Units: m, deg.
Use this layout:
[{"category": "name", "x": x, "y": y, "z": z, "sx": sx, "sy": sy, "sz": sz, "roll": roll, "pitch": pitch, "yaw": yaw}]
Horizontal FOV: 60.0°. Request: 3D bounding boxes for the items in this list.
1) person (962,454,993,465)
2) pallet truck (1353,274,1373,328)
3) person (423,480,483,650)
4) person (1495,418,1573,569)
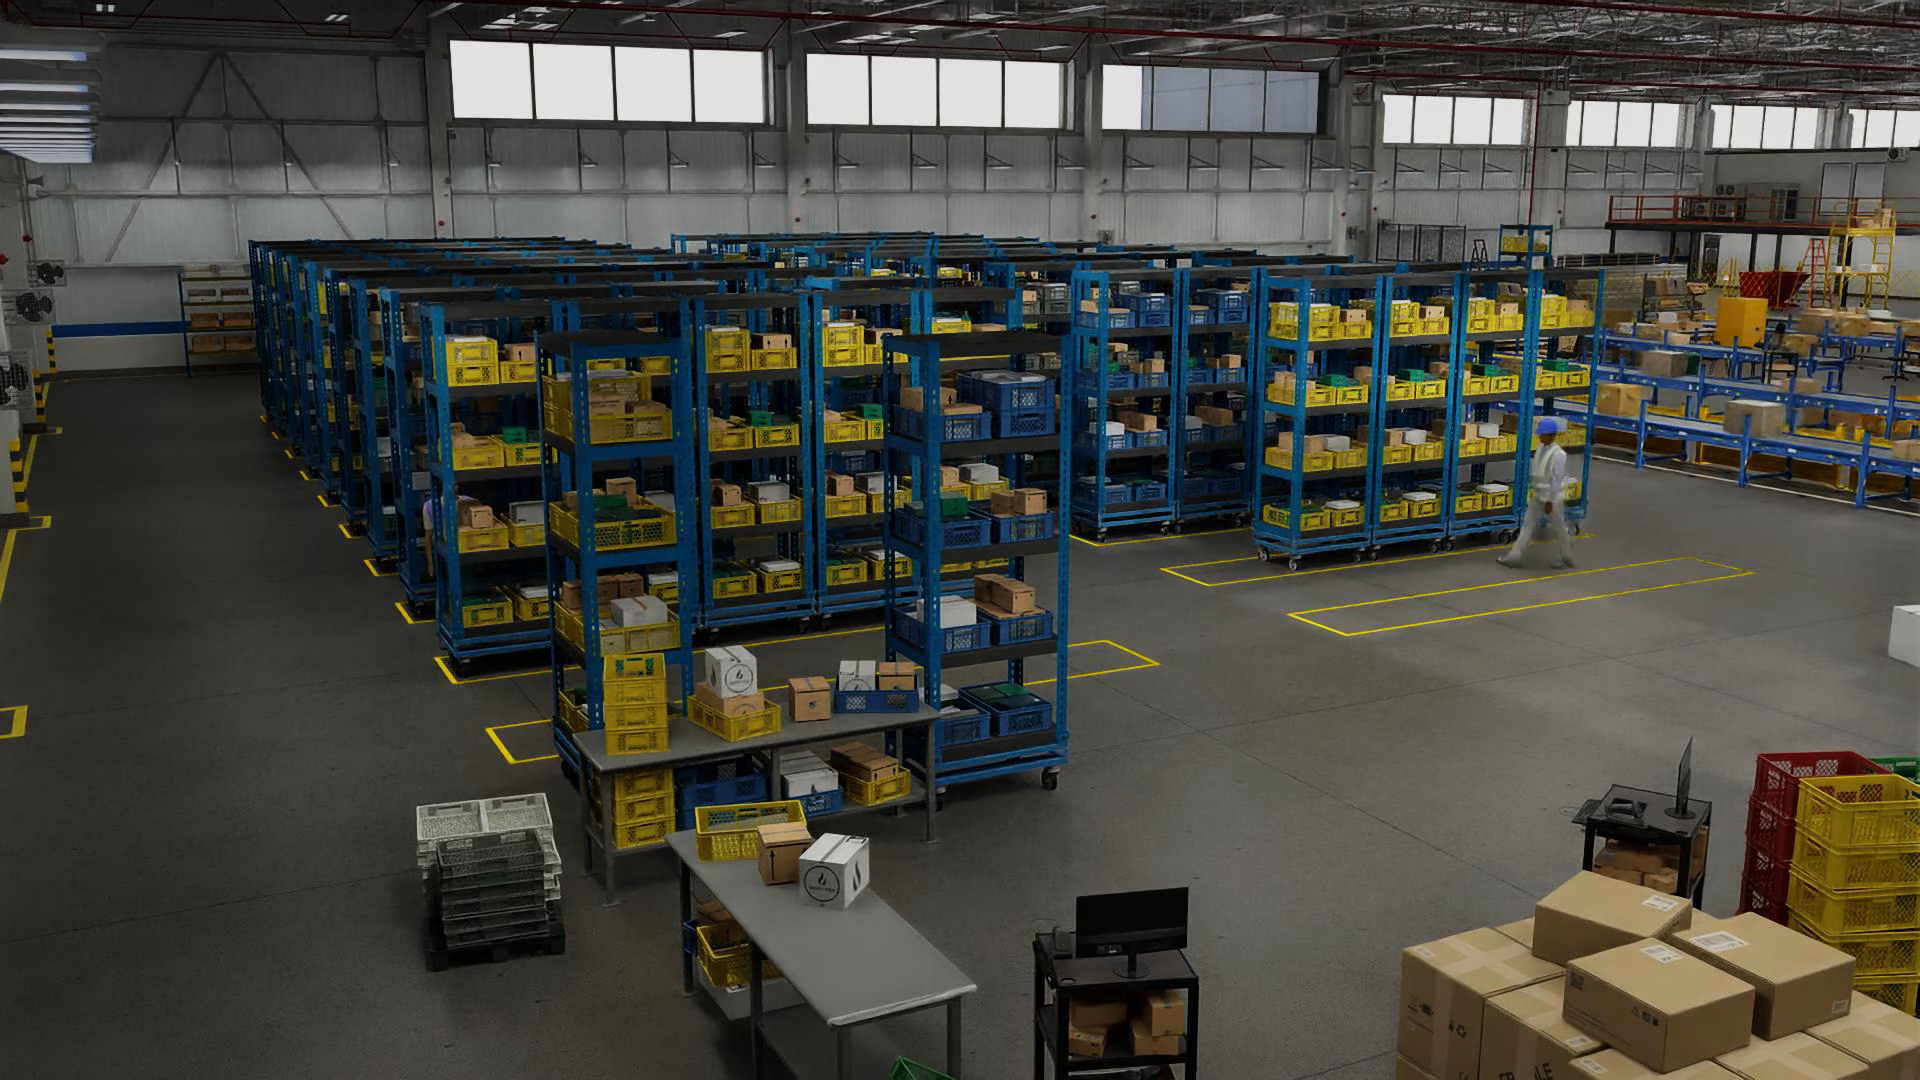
[{"category": "person", "x": 0.232, "y": -0.930, "z": 22.330, "sx": 0.403, "sy": 1.832, "sz": 0.586, "roll": -2, "pitch": 12, "yaw": -8}, {"category": "pallet truck", "x": 13.011, "y": -8.050, "z": 55.243, "sx": 0.823, "sy": 1.965, "sz": 1.885, "roll": -7, "pitch": 14, "yaw": -28}, {"category": "person", "x": -5.199, "y": 0.183, "z": 17.086, "sx": 0.564, "sy": 1.846, "sz": 0.394, "roll": -8, "pitch": 15, "yaw": -34}, {"category": "person", "x": 7.159, "y": -0.550, "z": 20.408, "sx": 1.017, "sy": 1.889, "sz": 0.639, "roll": -3, "pitch": 12, "yaw": -12}]
